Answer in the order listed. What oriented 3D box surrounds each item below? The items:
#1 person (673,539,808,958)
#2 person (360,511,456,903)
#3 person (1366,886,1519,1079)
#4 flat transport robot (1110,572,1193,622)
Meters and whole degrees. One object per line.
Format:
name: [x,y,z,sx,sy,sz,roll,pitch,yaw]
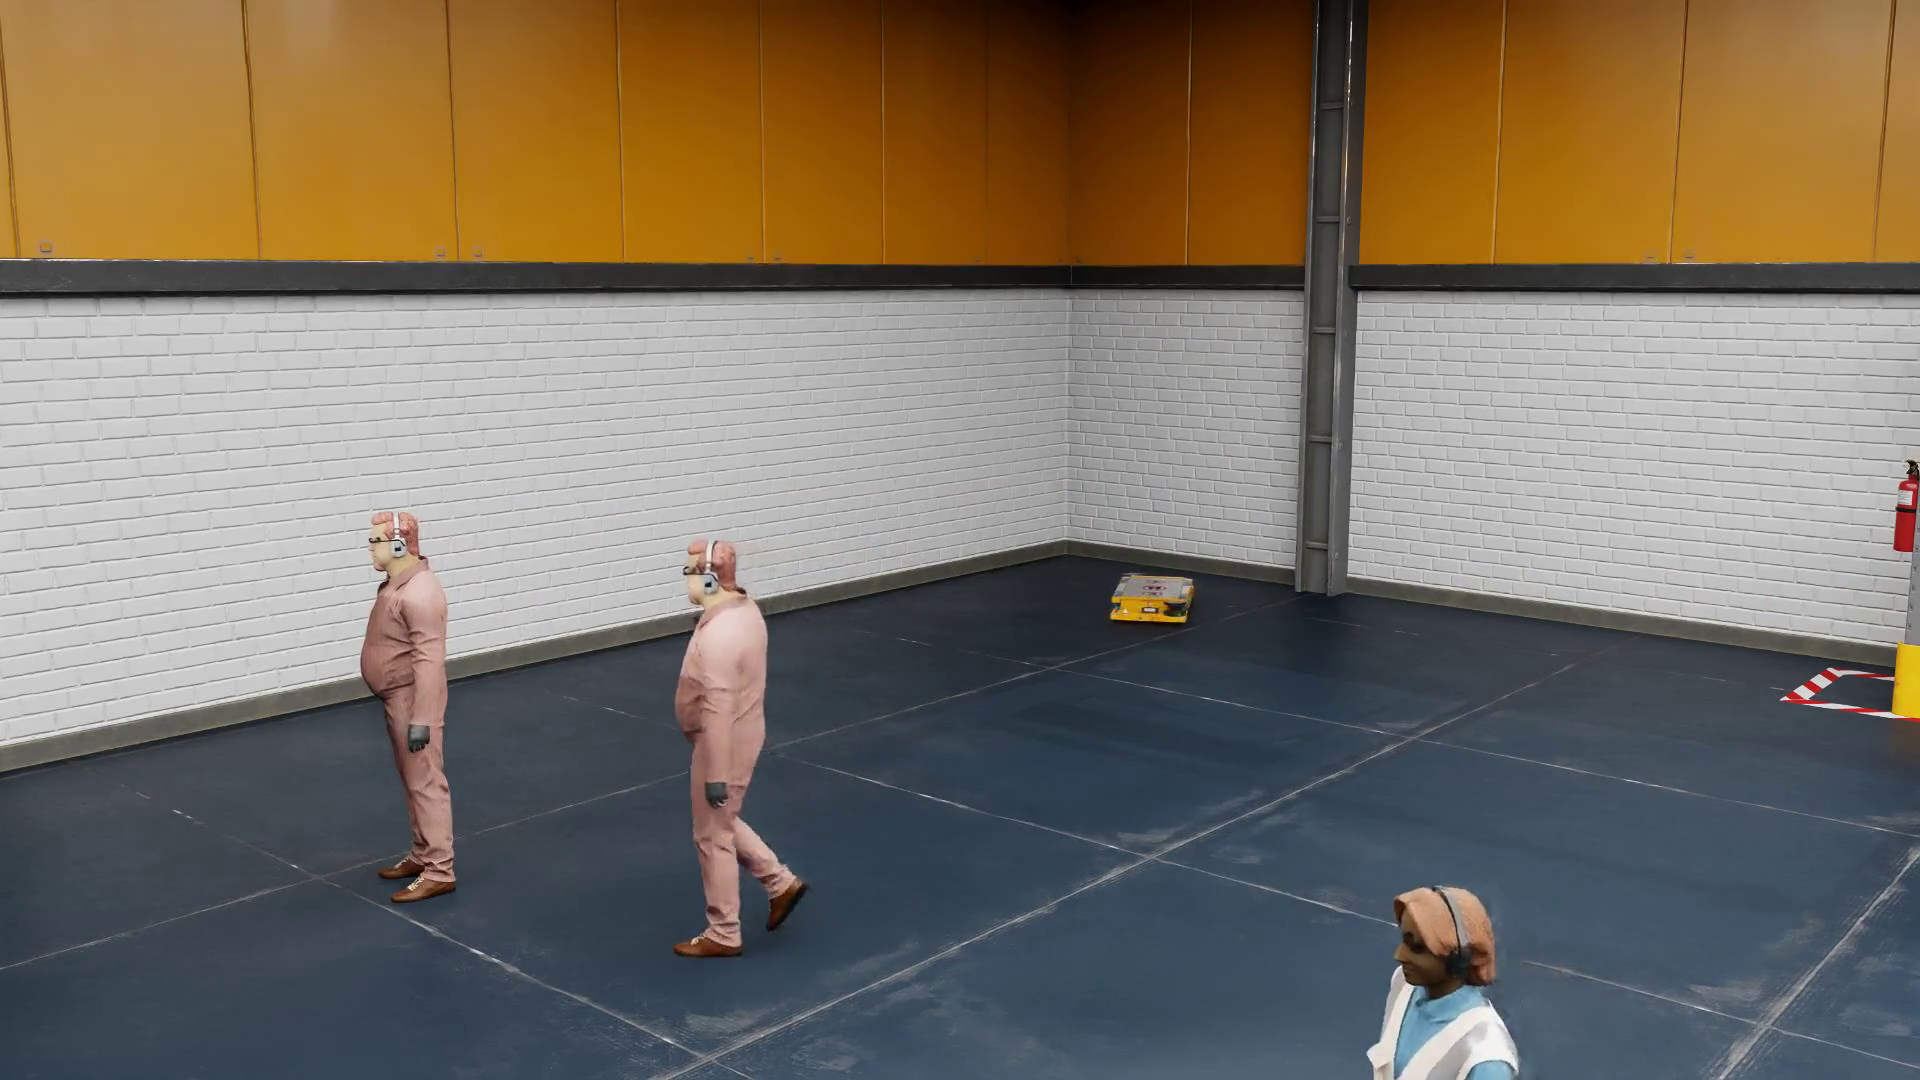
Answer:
person: [-1.011,0.925,7.377,0.497,1.889,0.663,1,9,5]
person: [-2.702,0.800,8.113,0.402,1.906,0.652,-4,10,-26]
person: [1.111,1.599,3.949,0.372,1.623,0.545,-2,9,-11]
flat transport robot: [1.751,0.511,15.044,0.652,0.197,1.431,2,9,10]
